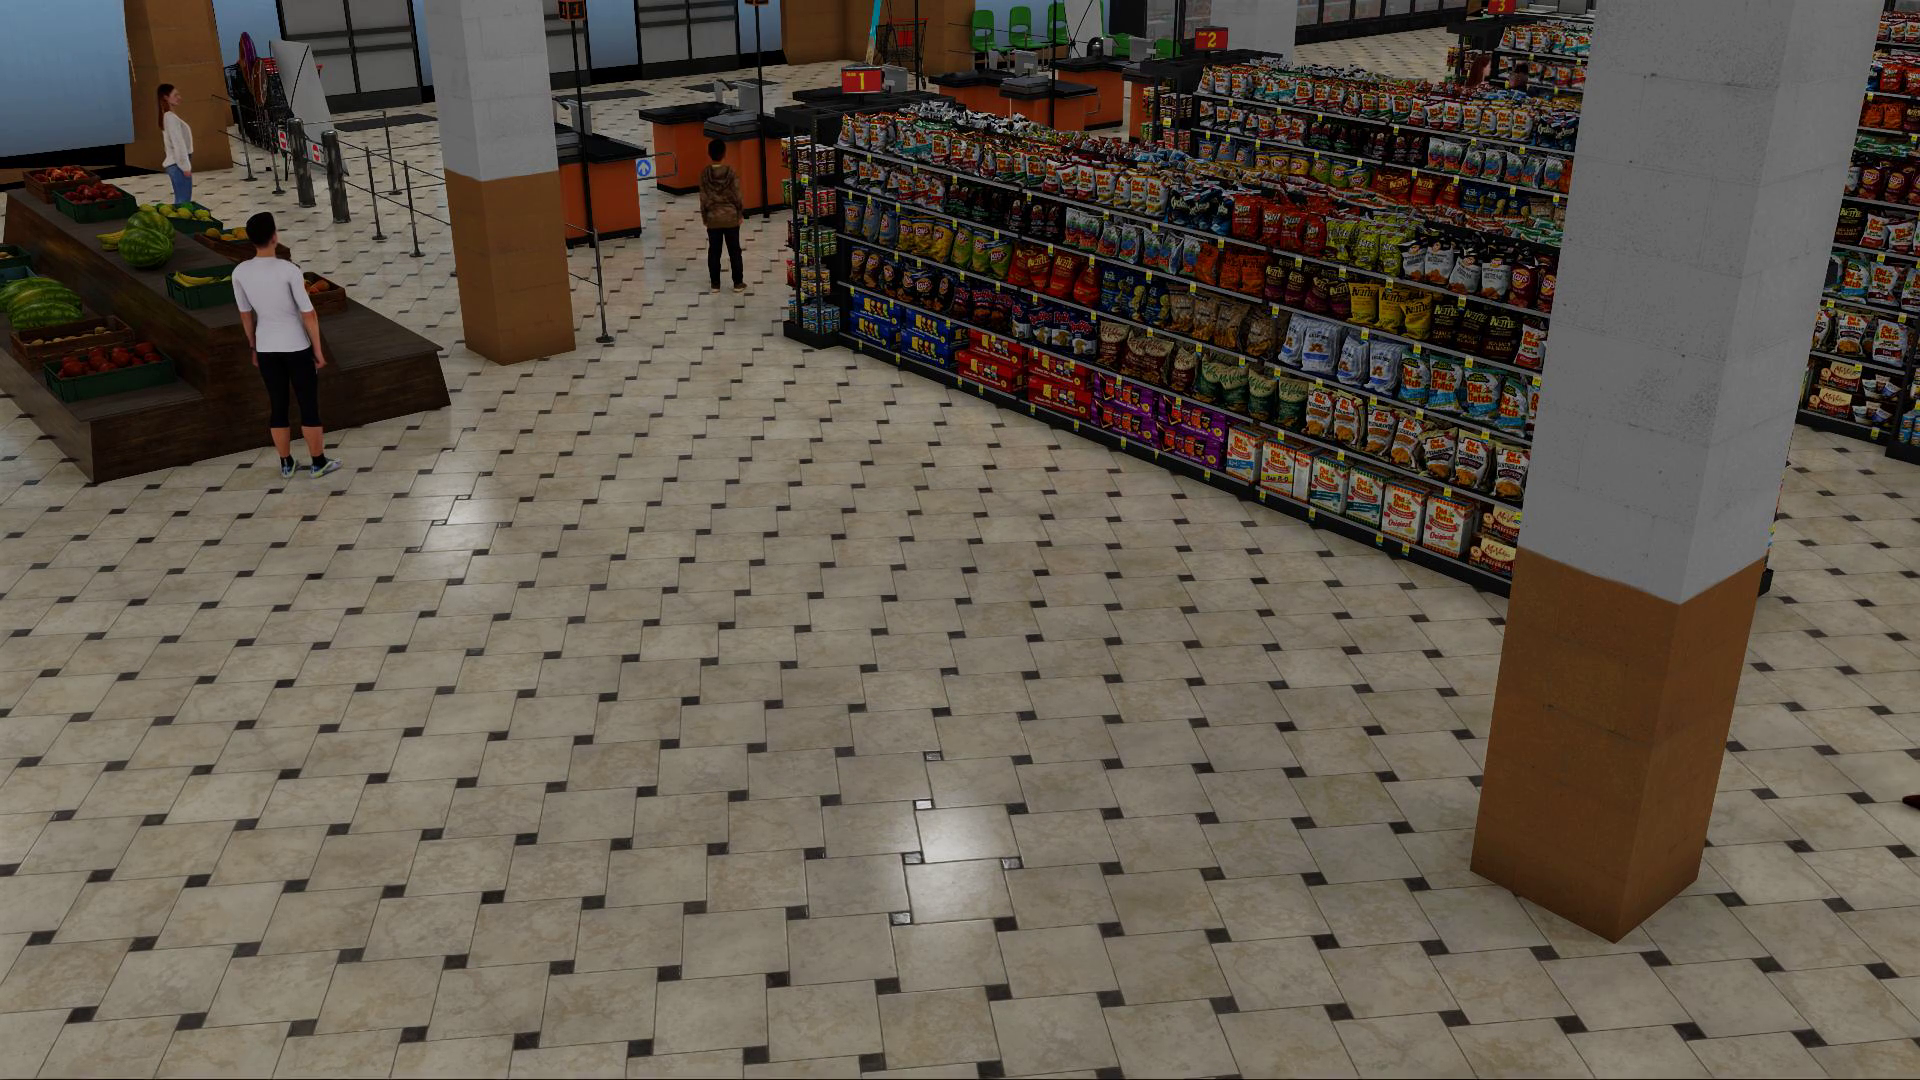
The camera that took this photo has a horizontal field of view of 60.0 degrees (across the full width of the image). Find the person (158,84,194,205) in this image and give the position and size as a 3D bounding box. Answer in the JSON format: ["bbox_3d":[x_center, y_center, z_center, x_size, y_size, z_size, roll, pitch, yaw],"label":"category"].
[{"bbox_3d":[-8.266,-3.958,17.604,0.706,1.692,0.526,-14,28,-30],"label":"person"}]

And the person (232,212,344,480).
[{"bbox_3d":[-4.624,-1.316,11.367,0.746,1.852,0.795,1,24,2],"label":"person"}]

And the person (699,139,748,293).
[{"bbox_3d":[-2.281,-3.107,15.953,0.684,1.455,0.736,0,24,1],"label":"person"}]
